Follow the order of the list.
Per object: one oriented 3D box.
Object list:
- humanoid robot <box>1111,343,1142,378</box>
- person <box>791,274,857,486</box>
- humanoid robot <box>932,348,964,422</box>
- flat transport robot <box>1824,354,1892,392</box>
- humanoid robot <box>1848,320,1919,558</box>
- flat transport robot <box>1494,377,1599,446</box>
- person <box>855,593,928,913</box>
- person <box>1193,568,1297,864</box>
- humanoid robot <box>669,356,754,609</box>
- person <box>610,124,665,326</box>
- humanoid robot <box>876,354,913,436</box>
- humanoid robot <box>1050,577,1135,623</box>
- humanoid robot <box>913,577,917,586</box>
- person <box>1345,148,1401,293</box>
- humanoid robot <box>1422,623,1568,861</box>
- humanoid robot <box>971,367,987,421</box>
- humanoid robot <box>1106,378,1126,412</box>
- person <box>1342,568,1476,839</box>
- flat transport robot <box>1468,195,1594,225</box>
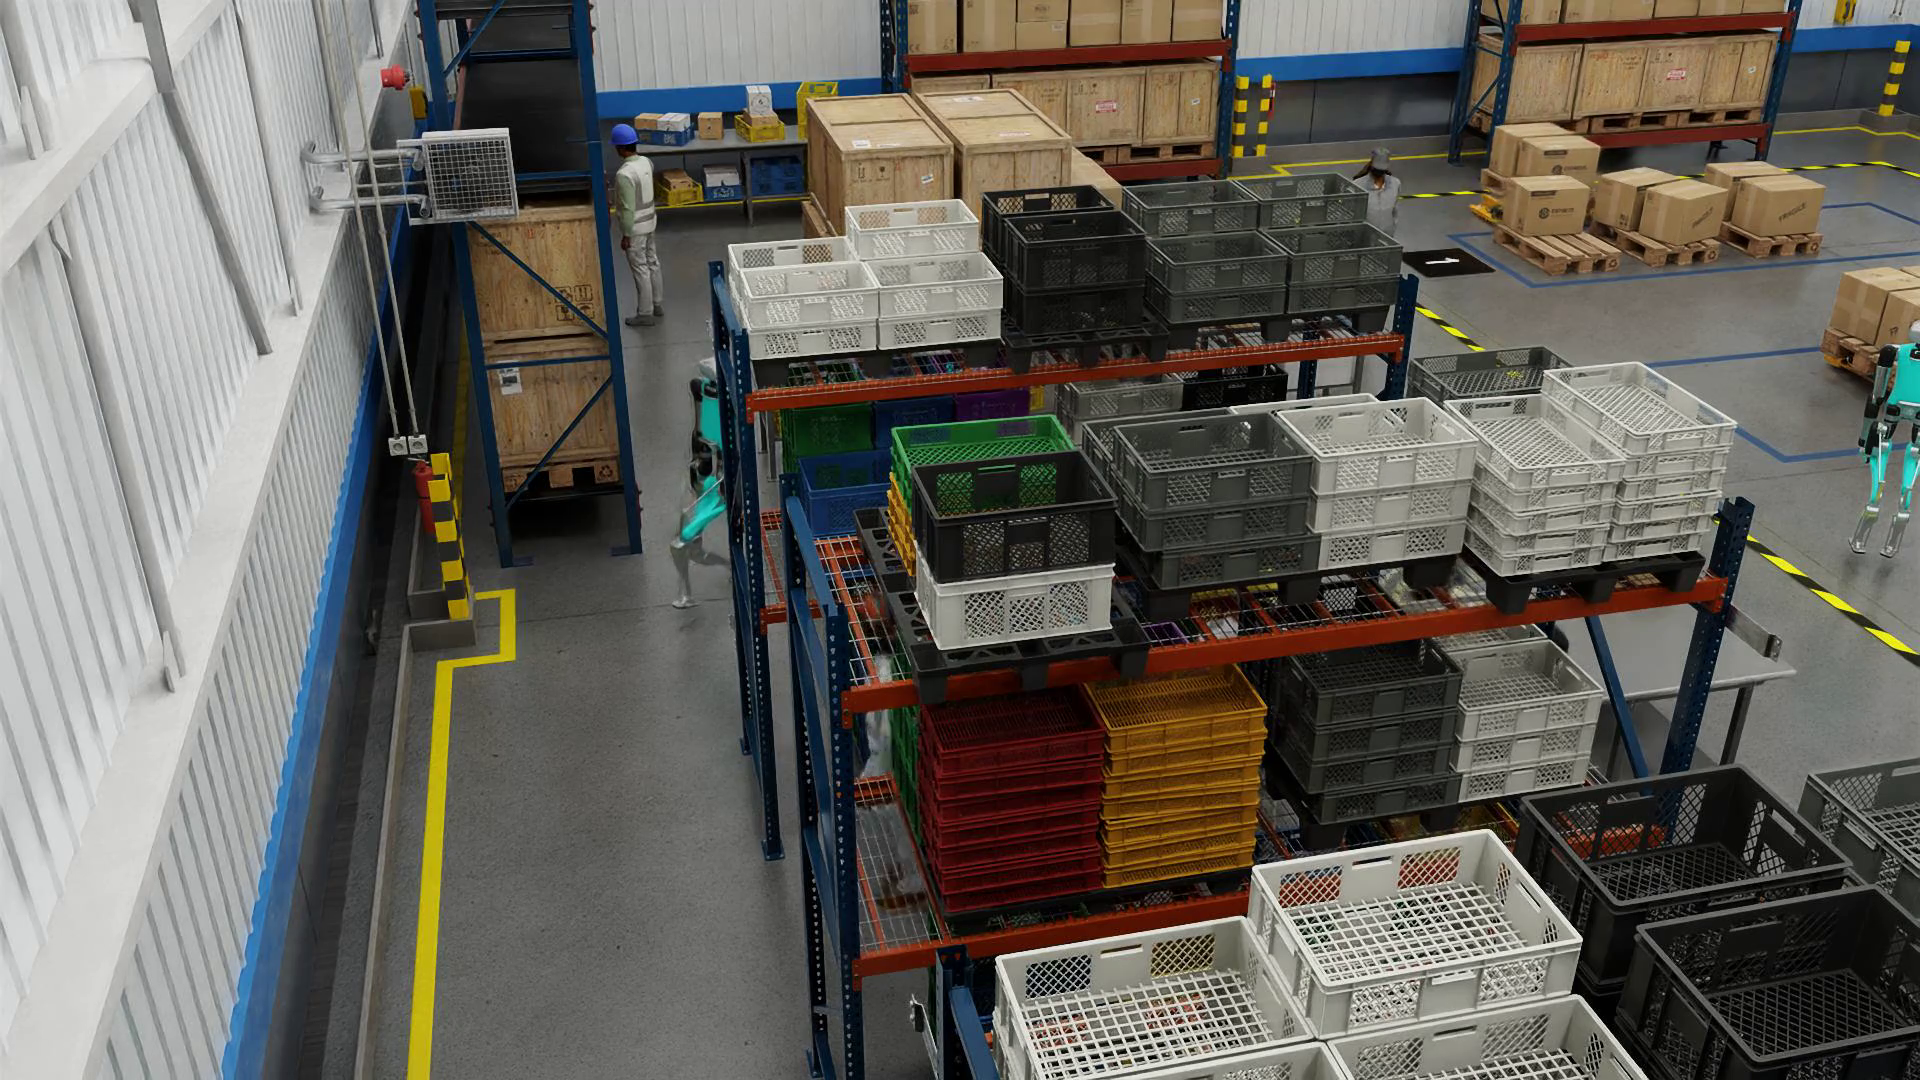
[{"bbox_3d":[1.414,-1.871,14.118,0.591,1.637,0.693,-4,28,-7],"label":"humanoid robot"},{"bbox_3d":[-0.918,-0.948,11.961,0.604,2.038,0.389,18,33,31],"label":"person"},{"bbox_3d":[0.119,-0.555,11.423,0.530,1.697,0.743,-12,30,-22],"label":"humanoid robot"},{"bbox_3d":[8.473,-1.467,14.800,0.652,0.197,1.431,-6,28,-12],"label":"flat transport robot"},{"bbox_3d":[6.516,-0.634,11.530,0.533,1.677,0.735,14,31,24],"label":"humanoid robot"},{"bbox_3d":[4.780,-1.036,14.013,0.659,0.231,1.431,-6,28,-12],"label":"flat transport robot"},{"bbox_3d":[-0.344,1.087,8.274,0.433,1.868,0.570,-5,28,-10],"label":"person"},{"bbox_3d":[1.477,0.925,8.620,0.591,1.825,0.404,4,28,7],"label":"person"},{"bbox_3d":[-1.760,-0.305,11.092,0.532,1.758,1.013,23,35,36],"label":"humanoid robot"},{"bbox_3d":[-3.113,-3.021,15.981,0.401,1.943,0.610,6,28,12],"label":"person"},{"bbox_3d":[-0.403,-0.649,11.776,0.374,1.639,0.602,-16,32,-28],"label":"humanoid robot"},{"bbox_3d":[0.509,0.832,8.865,0.553,1.774,0.720,-17,32,-29],"label":"humanoid robot"},{"bbox_3d":[-0.176,-0.038,10.613,0.619,1.648,0.471,-21,35,-35],"label":"humanoid robot"},{"bbox_3d":[3.919,-2.893,15.931,0.566,1.761,0.406,-7,29,-13],"label":"person"},{"bbox_3d":[2.780,1.103,8.514,0.844,1.614,0.608,17,32,29],"label":"humanoid robot"},{"bbox_3d":[0.338,-0.356,11.110,0.711,1.765,0.530,13,31,24],"label":"humanoid robot"},{"bbox_3d":[1.017,-0.360,11.271,0.797,1.621,0.605,-8,29,-14],"label":"humanoid robot"},{"bbox_3d":[2.330,0.859,8.769,0.639,1.813,0.766,21,34,34],"label":"person"},{"bbox_3d":[6.752,-3.903,19.422,1.431,0.197,0.652,-6,28,-12],"label":"flat transport robot"}]
